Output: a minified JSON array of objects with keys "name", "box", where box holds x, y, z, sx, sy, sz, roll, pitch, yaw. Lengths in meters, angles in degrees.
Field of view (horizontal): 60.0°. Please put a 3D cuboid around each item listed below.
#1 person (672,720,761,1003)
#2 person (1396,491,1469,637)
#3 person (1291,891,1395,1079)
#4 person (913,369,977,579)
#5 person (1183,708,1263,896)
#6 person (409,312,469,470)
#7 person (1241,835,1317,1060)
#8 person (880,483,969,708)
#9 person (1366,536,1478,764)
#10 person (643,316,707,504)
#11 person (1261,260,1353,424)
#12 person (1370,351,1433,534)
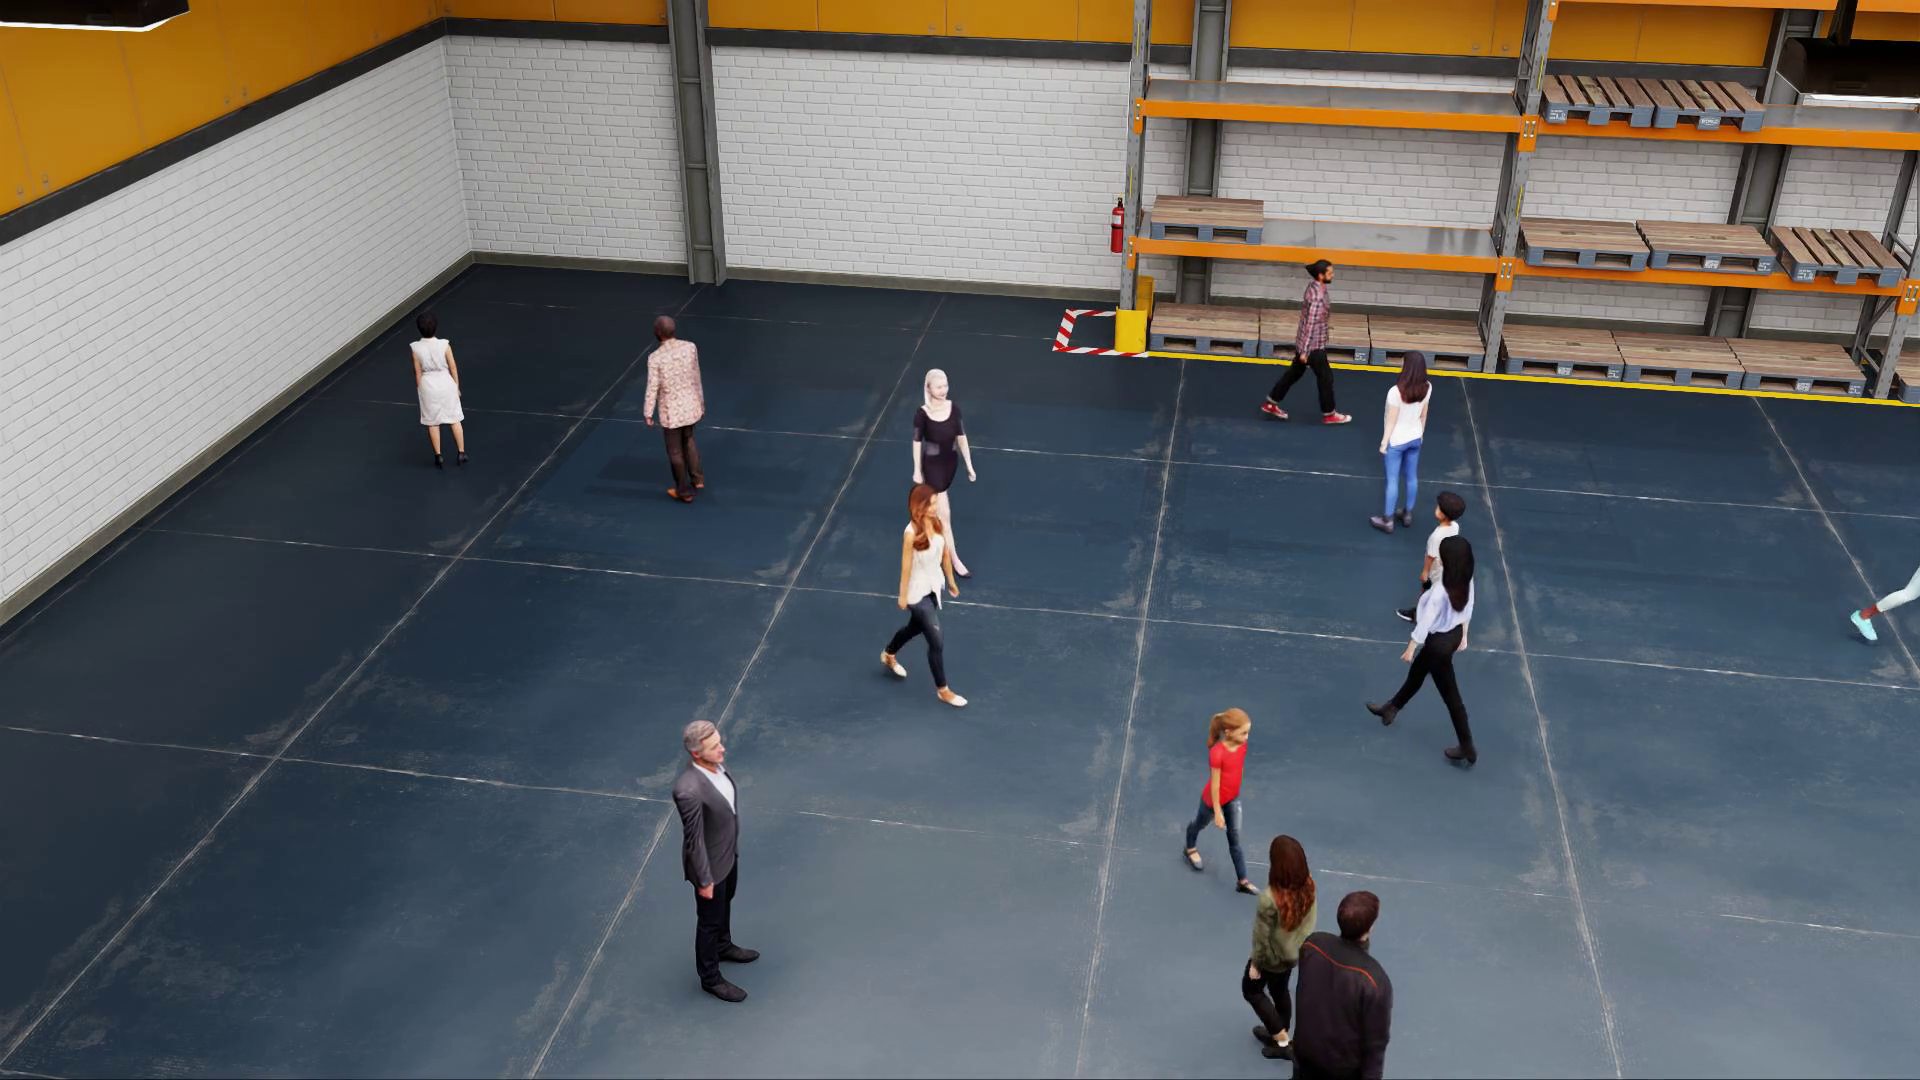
[{"name":"person","box":[-1.421,1.802,9.590,0.591,1.841,0.730,3,29,6]},{"name":"person","box":[3.838,0.224,13.107,0.935,1.244,0.784,24,37,37]},{"name":"person","box":[1.786,2.567,8.215,0.966,1.815,0.891,-22,36,-35]},{"name":"person","box":[-0.220,-0.608,14.077,1.141,1.776,1.199,-18,34,-30]},{"name":"person","box":[1.600,1.602,10.546,0.880,1.278,0.911,-16,32,-27]},{"name":"person","box":[-4.962,-1.425,15.805,0.587,1.555,0.698,-8,30,-14]},{"name":"person","box":[1.790,2.287,9.095,0.741,1.464,0.790,-20,34,-32]},{"name":"person","box":[-0.345,0.359,12.330,1.159,1.750,0.856,16,33,27]},{"name":"person","box":[3.425,0.806,11.571,1.247,1.692,1.070,24,37,37]},{"name":"person","box":[-2.513,-1.153,15.055,0.825,1.796,0.849,-24,37,-36]},{"name":"person","box":[3.431,-1.968,16.612,1.173,1.735,0.784,1,29,2]},{"name":"person","box":[3.899,-0.856,14.627,0.650,1.684,0.746,-13,31,-22]}]
